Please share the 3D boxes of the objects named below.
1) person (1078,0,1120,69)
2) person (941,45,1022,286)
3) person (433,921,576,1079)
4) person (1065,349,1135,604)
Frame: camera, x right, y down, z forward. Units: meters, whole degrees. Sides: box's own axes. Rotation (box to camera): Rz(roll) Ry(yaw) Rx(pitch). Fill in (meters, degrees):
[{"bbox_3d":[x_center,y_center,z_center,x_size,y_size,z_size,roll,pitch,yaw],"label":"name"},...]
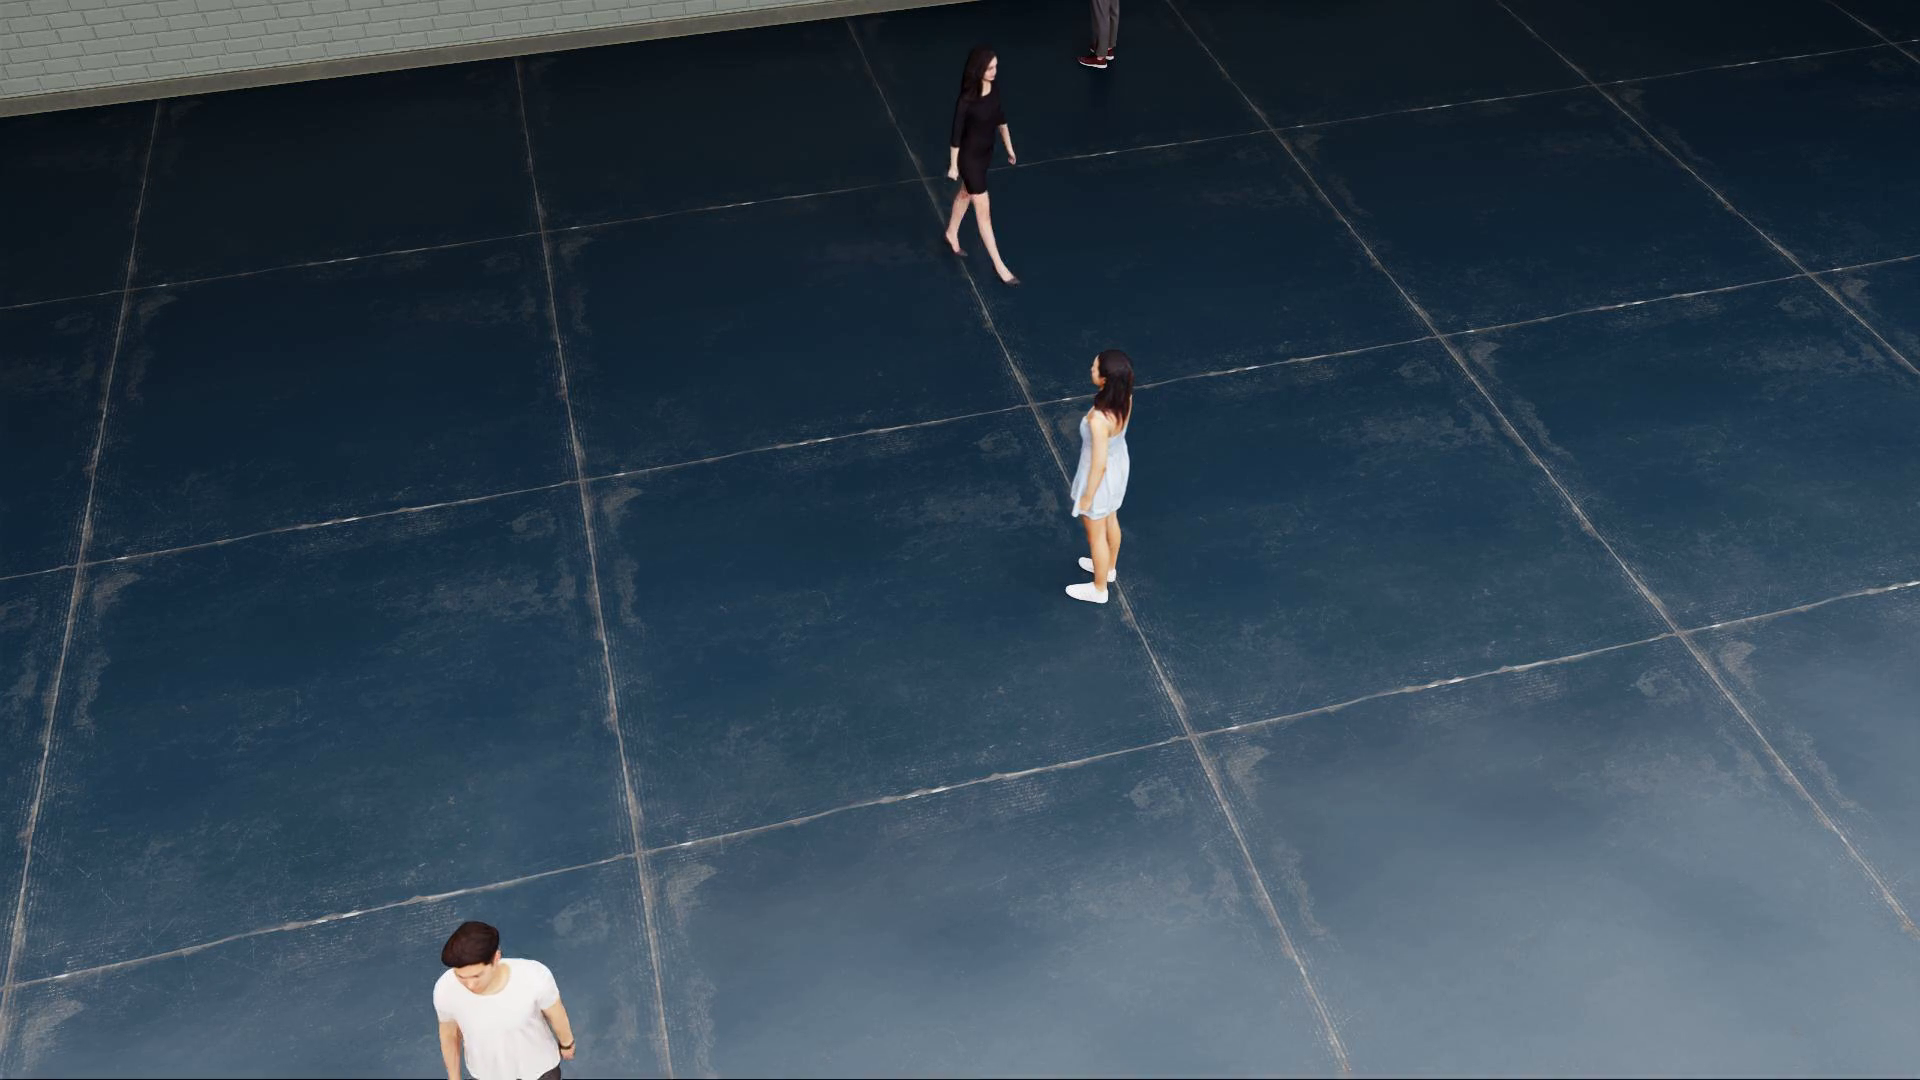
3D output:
[{"bbox_3d":[1.233,-4.876,14.136,0.731,1.737,0.673,22,47,22],"label":"person"},{"bbox_3d":[0.037,-2.708,11.793,1.093,1.765,0.989,25,48,24],"label":"person"},{"bbox_3d":[-1.803,2.019,6.772,0.705,1.710,0.699,1,43,1],"label":"person"},{"bbox_3d":[0.802,-0.356,9.301,0.734,1.730,0.652,16,45,17],"label":"person"}]
